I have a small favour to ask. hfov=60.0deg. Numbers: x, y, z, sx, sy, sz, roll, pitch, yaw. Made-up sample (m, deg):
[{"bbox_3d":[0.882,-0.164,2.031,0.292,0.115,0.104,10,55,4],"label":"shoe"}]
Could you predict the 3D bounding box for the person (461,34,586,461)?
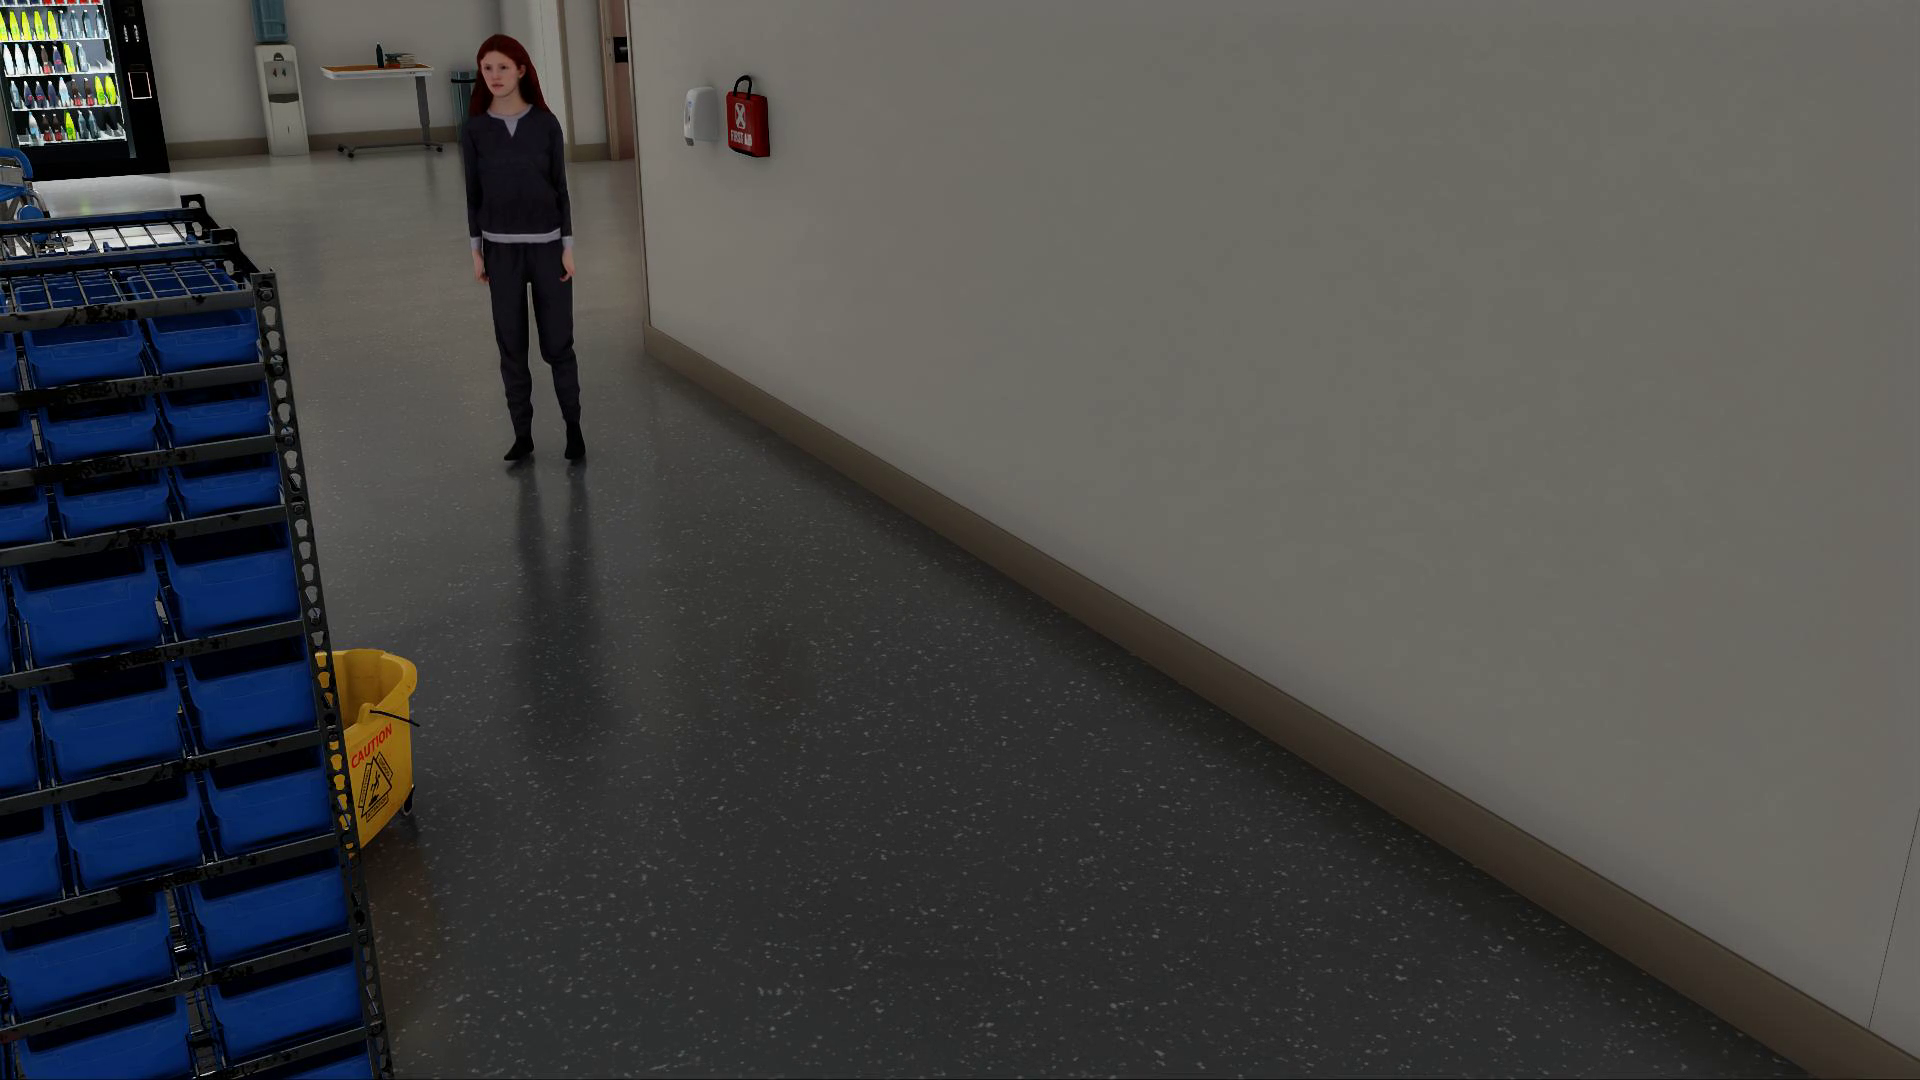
[{"bbox_3d":[-1.827,-1.203,6.995,0.586,1.777,0.710,-1,21,-3],"label":"person"}]
